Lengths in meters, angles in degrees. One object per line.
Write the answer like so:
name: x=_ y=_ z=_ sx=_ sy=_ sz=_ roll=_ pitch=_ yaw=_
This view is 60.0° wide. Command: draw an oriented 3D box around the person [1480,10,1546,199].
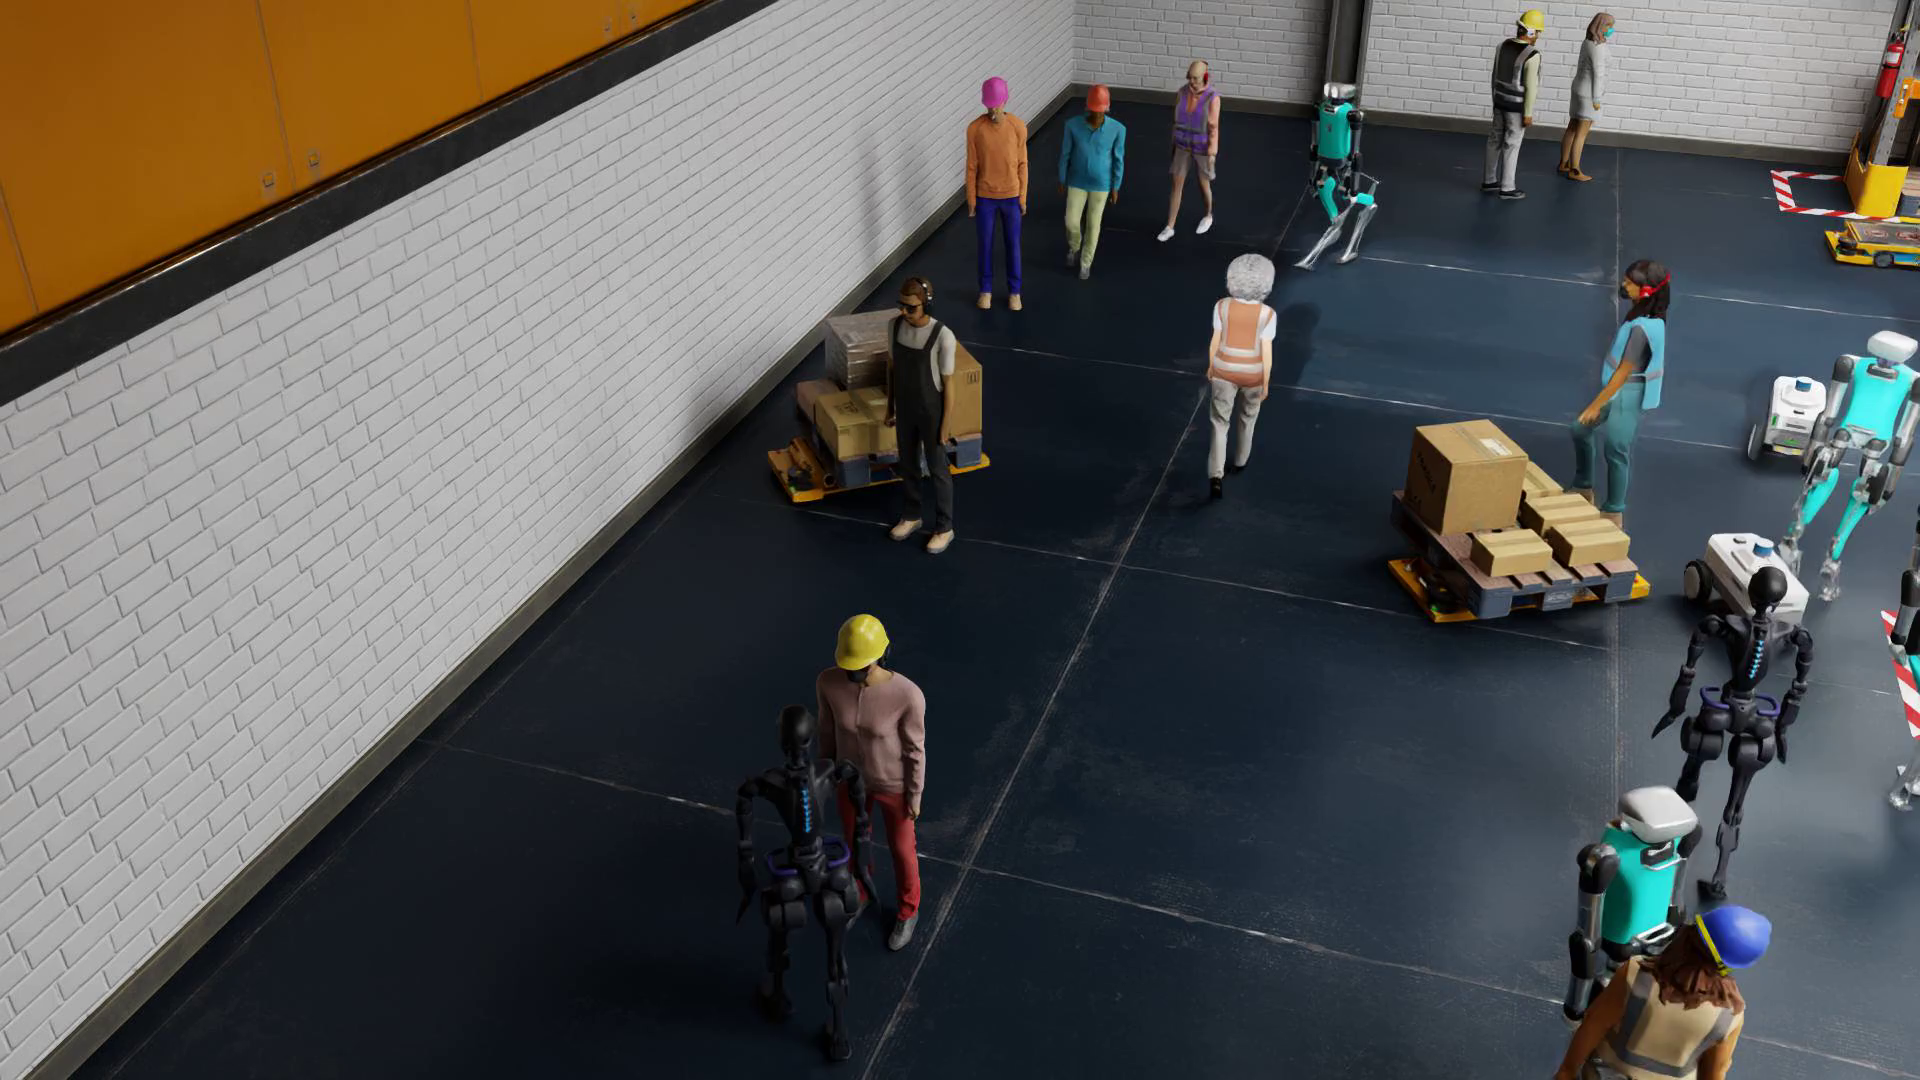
person: x=5.462 y=-4.293 z=16.399 sx=0.404 sy=1.819 sz=0.589 roll=-11 pitch=32 yaw=-18

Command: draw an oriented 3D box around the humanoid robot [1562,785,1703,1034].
humanoid robot: x=2.605 y=1.814 z=6.145 sx=0.534 sy=1.804 sz=0.832 roll=-14 pitch=33 yaw=-23

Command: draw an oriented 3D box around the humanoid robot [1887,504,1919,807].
humanoid robot: x=4.957 y=0.588 z=8.228 sx=0.549 sy=1.825 sz=0.806 roll=-3 pitch=31 yaw=-5

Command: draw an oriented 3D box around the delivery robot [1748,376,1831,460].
delivery robot: x=5.927 y=-0.868 z=11.811 sx=0.499 sy=0.586 sz=0.773 roll=13 pitch=33 yaw=21

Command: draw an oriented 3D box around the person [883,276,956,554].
person: x=-0.253 y=-0.797 z=10.435 sx=0.505 sy=1.838 sz=0.328 roll=21 pitch=36 yaw=31

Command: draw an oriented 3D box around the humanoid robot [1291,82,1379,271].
humanoid robot: x=3.369 y=-3.158 z=14.558 sx=1.018 sy=1.731 sz=0.554 roll=-23 pitch=38 yaw=-34

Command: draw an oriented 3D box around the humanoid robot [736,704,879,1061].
humanoid robot: x=-0.640 y=1.398 z=6.873 sx=0.596 sy=1.631 sz=0.584 roll=-8 pitch=31 yaw=-14

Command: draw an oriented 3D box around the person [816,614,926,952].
person: x=-0.393 y=1.068 z=7.341 sx=0.516 sy=1.756 sz=0.338 roll=10 pitch=32 yaw=17

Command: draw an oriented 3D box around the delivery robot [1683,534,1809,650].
delivery robot: x=4.708 y=0.265 z=9.905 sx=0.499 sy=0.608 sz=0.801 roll=-1 pitch=30 yaw=-1

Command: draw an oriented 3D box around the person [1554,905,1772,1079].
person: x=2.355 y=1.940 z=5.883 sx=0.634 sy=1.733 sz=0.318 roll=10 pitch=32 yaw=17

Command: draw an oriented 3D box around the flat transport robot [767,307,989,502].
flat transport robot: x=-0.576 y=-0.601 z=11.647 sx=1.431 sy=0.231 sz=0.659 roll=-11 pitch=32 yaw=-18

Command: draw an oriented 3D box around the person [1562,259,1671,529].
person: x=4.126 y=-0.922 z=10.632 sx=0.620 sy=1.850 sz=0.548 roll=9 pitch=32 yaw=15

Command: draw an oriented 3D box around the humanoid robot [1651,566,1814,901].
humanoid robot: x=3.599 y=0.880 z=7.785 sx=0.603 sy=1.631 sz=0.749 roll=8 pitch=31 yaw=13

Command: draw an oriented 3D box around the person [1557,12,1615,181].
person: x=6.403 y=-4.516 z=16.929 sx=0.342 sy=1.662 sz=0.485 roll=-1 pitch=30 yaw=-1

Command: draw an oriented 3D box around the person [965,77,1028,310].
person: x=0.303 y=-2.877 z=13.847 sx=0.519 sy=1.972 sz=0.405 roll=1 pitch=30 yaw=2

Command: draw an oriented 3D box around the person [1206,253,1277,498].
person: x=1.853 y=-1.095 z=11.110 sx=0.436 sy=1.658 sz=0.781 roll=7 pitch=31 yaw=11

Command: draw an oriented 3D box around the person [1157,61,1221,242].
person: x=2.151 y=-3.590 z=15.375 sx=0.523 sy=1.664 sz=0.714 roll=19 pitch=36 yaw=29

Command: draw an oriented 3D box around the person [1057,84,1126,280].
person: x=1.133 y=-3.107 z=14.461 sx=0.573 sy=1.728 sz=0.386 roll=4 pitch=31 yaw=7

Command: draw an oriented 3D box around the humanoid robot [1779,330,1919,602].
humanoid robot: x=5.111 y=-0.275 z=9.703 sx=0.530 sy=1.774 sz=0.898 roll=24 pitch=38 yaw=35

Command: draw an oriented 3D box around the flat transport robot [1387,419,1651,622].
flat transport robot: x=3.454 y=0.194 z=10.296 sx=1.431 sy=0.231 sz=0.659 roll=-7 pitch=31 yaw=-11

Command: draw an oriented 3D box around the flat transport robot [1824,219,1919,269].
flat transport robot: x=8.715 y=-2.661 z=15.153 sx=1.431 sy=0.231 sz=0.659 roll=8 pitch=31 yaw=13
